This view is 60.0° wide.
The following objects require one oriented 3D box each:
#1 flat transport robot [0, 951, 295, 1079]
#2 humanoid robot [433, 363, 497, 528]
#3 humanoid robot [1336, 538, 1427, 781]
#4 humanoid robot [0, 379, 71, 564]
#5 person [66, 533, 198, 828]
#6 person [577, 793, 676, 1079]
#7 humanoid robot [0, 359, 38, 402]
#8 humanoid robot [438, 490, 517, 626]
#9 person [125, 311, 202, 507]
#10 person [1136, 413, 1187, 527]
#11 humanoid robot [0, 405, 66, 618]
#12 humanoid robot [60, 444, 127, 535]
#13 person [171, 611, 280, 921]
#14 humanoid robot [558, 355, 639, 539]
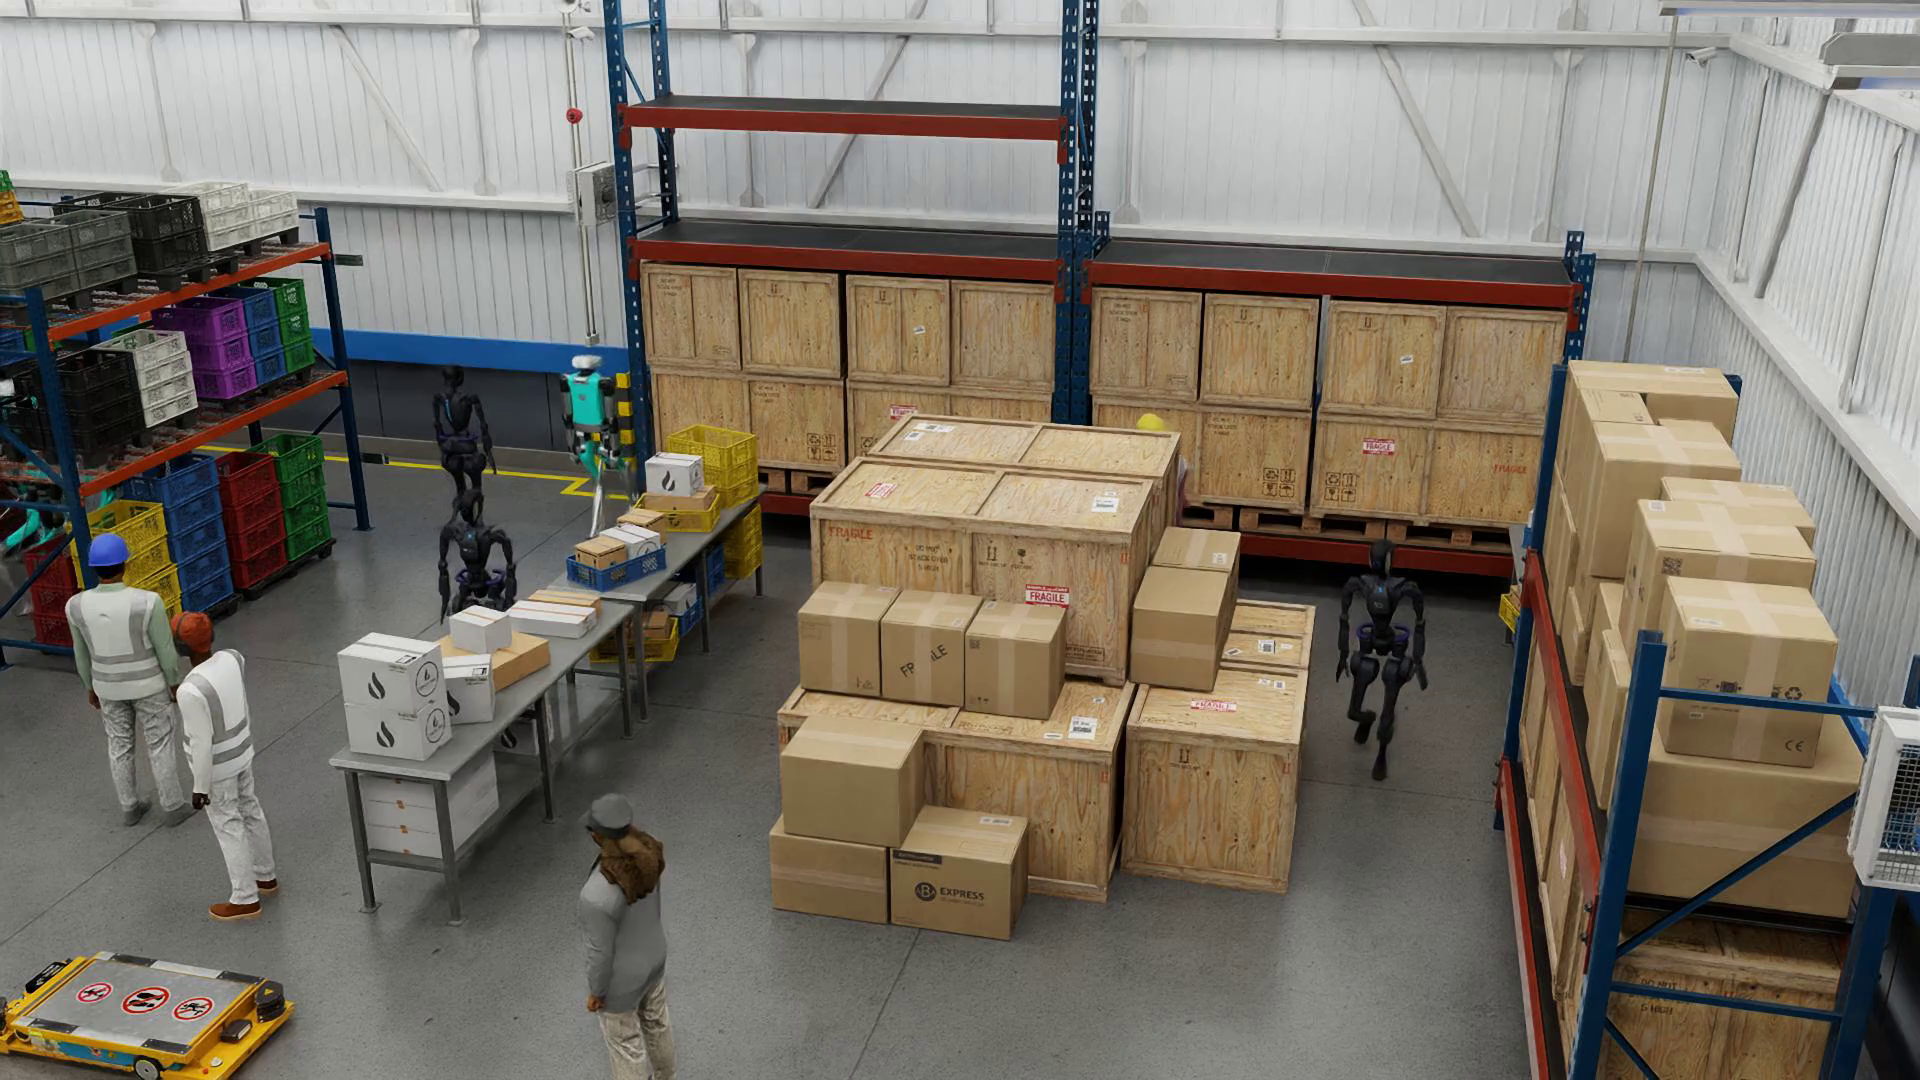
[{"bbox_3d":[-4.270,2.464,8.601,1.431,0.231,0.659,5,22,13],"label":"flat transport robot"},{"bbox_3d":[-4.537,-0.789,15.133,0.589,1.640,0.435,6,22,15],"label":"humanoid robot"},{"bbox_3d":[2.835,0.760,11.095,0.613,1.644,0.513,10,23,24],"label":"humanoid robot"},{"bbox_3d":[-8.161,-0.594,14.585,0.574,1.802,0.807,-17,27,-37],"label":"humanoid robot"},{"bbox_3d":[-5.164,0.887,10.388,0.609,1.939,0.412,0,21,-1],"label":"person"},{"bbox_3d":[-1.549,1.981,7.760,0.396,1.767,0.572,8,22,19],"label":"person"},{"bbox_3d":[-9.612,-1.485,16.944,0.609,1.649,0.370,2,21,6],"label":"humanoid robot"},{"bbox_3d":[-3.464,0.421,11.966,0.593,1.642,0.345,1,21,4],"label":"humanoid robot"},{"bbox_3d":[-7.616,-1.296,15.970,0.604,2.033,0.386,-15,25,-33],"label":"person"},{"bbox_3d":[1.478,-0.116,13.180,0.595,1.822,0.441,-7,22,-18],"label":"person"},{"bbox_3d":[-7.564,-0.191,13.478,0.531,1.725,0.960,16,26,36],"label":"humanoid robot"},{"bbox_3d":[-7.485,-0.469,14.242,0.537,1.744,0.870,3,21,9],"label":"humanoid robot"},{"bbox_3d":[-4.195,1.275,9.450,0.337,1.881,0.583,1,21,4],"label":"person"},{"bbox_3d":[-3.276,-0.949,15.478,0.550,1.759,0.968,5,22,13],"label":"humanoid robot"}]
